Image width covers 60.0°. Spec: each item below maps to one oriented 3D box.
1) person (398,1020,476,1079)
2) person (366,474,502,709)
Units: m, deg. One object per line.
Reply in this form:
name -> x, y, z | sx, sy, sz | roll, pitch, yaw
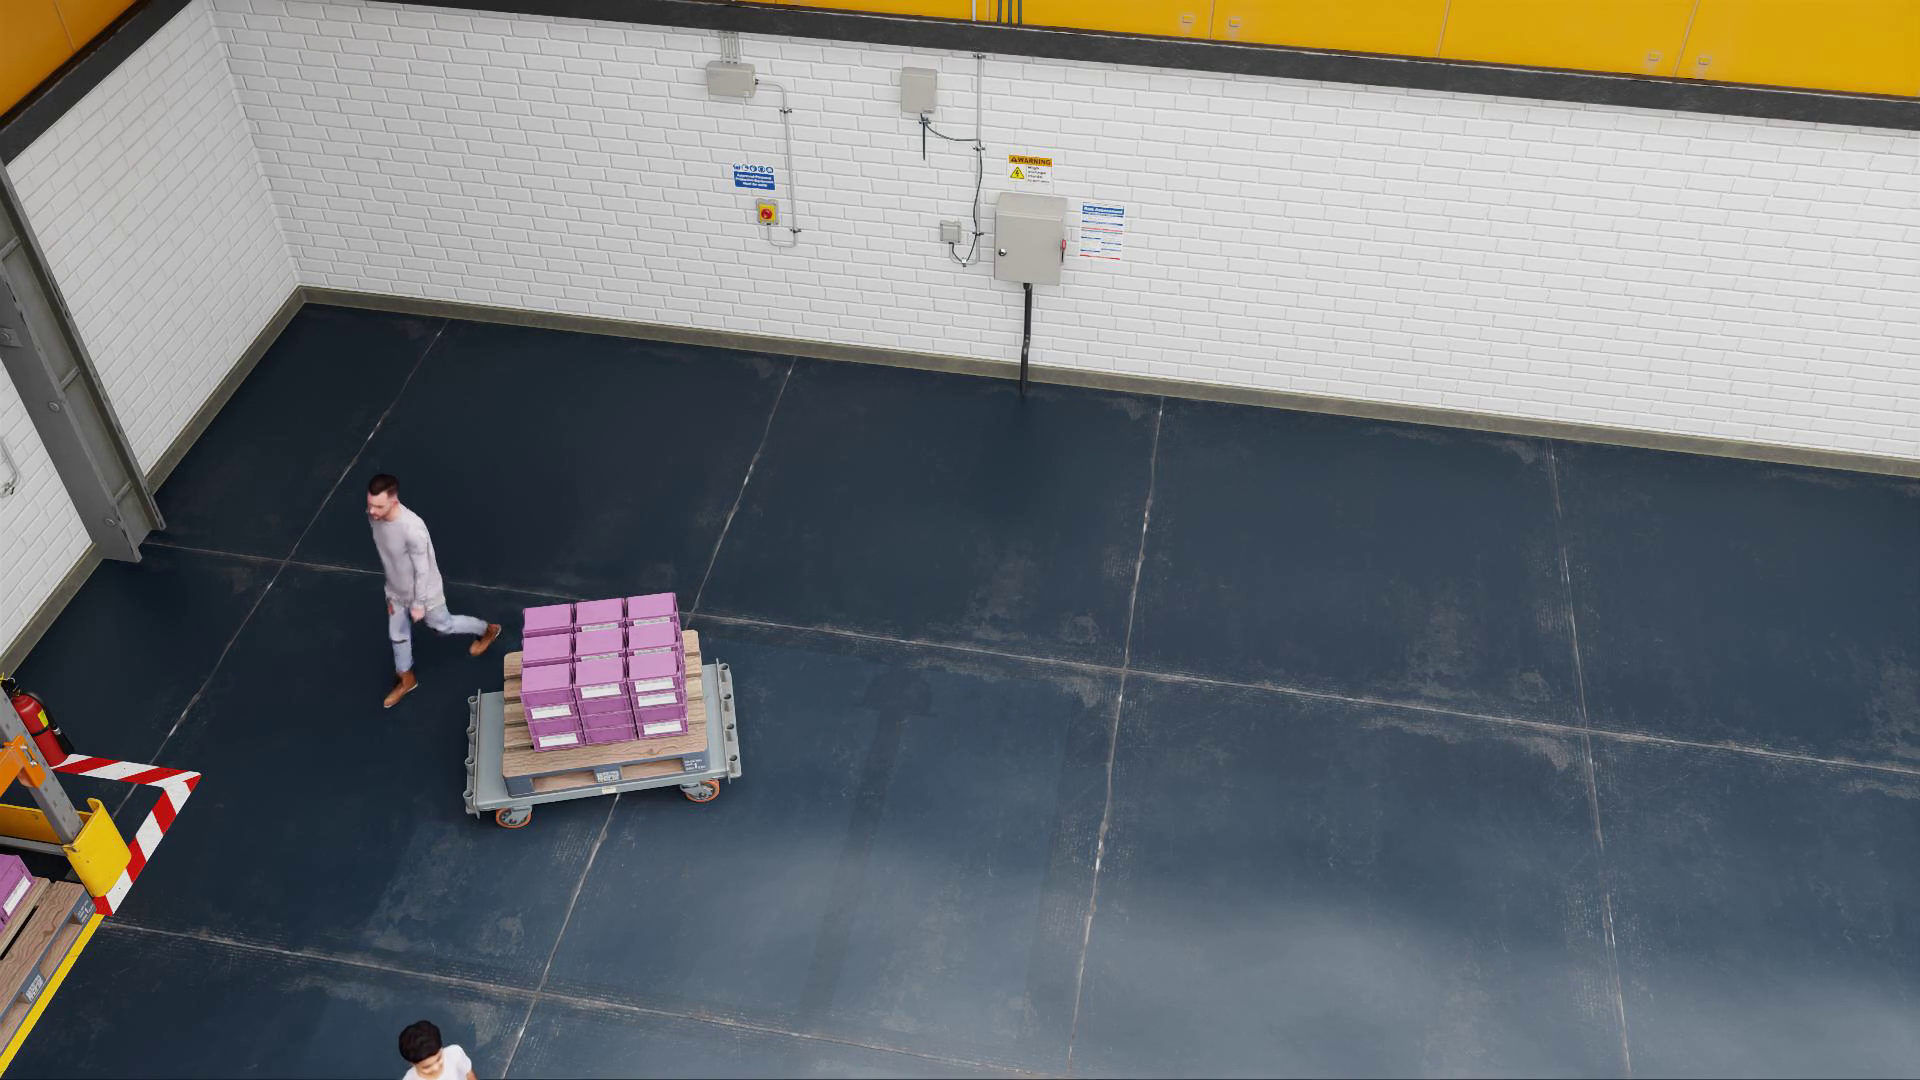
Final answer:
person -> -2.571, 2.723, 8.255 | 0.634, 1.252, 0.698 | -23, 48, -22
person -> -3.360, 0.246, 10.453 | 0.965, 1.805, 1.211 | 27, 50, 26
